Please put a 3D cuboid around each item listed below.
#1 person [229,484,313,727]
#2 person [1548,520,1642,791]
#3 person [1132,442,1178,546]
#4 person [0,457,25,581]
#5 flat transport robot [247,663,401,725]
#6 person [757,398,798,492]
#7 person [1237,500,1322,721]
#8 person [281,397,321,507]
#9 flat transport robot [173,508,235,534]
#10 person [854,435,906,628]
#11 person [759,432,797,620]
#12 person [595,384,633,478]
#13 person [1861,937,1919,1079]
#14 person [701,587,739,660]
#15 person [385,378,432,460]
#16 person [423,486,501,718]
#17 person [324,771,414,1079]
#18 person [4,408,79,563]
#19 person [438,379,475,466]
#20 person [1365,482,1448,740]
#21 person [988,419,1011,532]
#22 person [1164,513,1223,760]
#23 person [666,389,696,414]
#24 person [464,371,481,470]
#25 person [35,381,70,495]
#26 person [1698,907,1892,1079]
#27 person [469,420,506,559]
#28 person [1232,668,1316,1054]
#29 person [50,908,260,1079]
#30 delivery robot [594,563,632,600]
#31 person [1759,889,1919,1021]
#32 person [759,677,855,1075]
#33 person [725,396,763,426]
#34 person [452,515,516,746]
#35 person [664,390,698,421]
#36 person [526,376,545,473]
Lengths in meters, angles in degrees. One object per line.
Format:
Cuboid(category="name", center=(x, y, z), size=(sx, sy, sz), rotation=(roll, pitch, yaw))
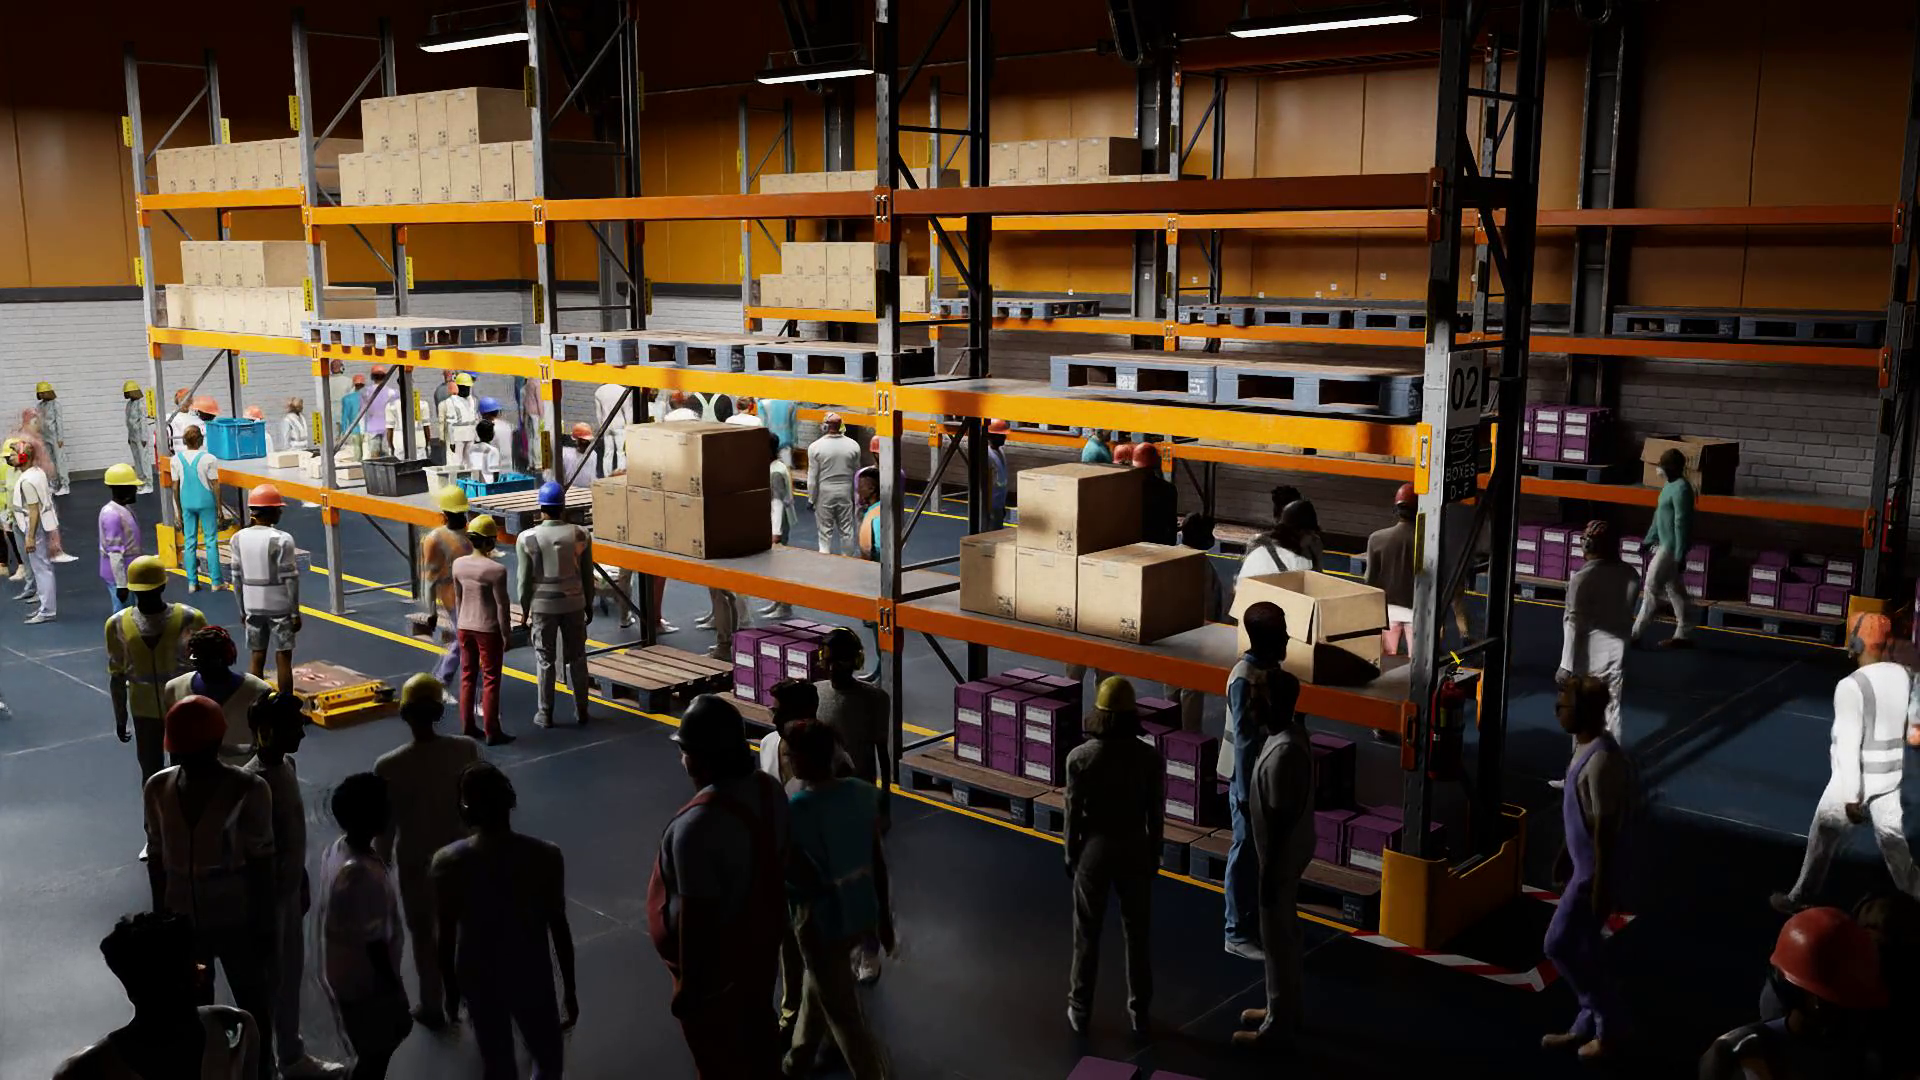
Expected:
Cuboid(category="person", center=(-5.396, 0.527, 13.017), size=(0.546, 1.934, 0.376), rotation=(2, 10, 13))
Cuboid(category="person", center=(4.366, 0.808, 11.501), size=(0.639, 1.910, 0.406), rotation=(-6, 12, -30))
Cuboid(category="person", center=(1.701, 0.078, 15.400), size=(0.611, 1.988, 0.391), rotation=(5, 11, 25))
Cuboid(category="person", center=(-10.862, -0.370, 18.798), size=(0.536, 1.690, 0.326), rotation=(4, 11, 19))
Cuboid(category="flat transport robot", center=(-5.272, 1.235, 13.710), size=(1.431, 0.197, 0.652), rotation=(9, 14, 42))
Cuboid(category="person", center=(-2.600, -1.386, 23.698), size=(0.633, 1.986, 1.071), rotation=(-5, 11, -25))
Cuboid(category="person", center=(2.357, 0.673, 11.888), size=(0.693, 2.000, 0.968), rotation=(-8, 13, -37))
Cuboid(category="person", center=(-9.660, -1.276, 24.093), size=(0.703, 1.617, 0.519), rotation=(1, 10, 6))
Cuboid(category="flat transport robot", center=(-10.156, -0.277, 22.257), size=(0.652, 0.197, 1.431), rotation=(-6, 12, -31))
Cuboid(category="person", center=(-0.777, -0.099, 16.545), size=(0.542, 1.938, 0.358), rotation=(-5, 11, -26))
Cuboid(category="person", center=(-1.856, -0.150, 16.920), size=(0.387, 1.911, 0.604), rotation=(-2, 10, -13))
Cuboid(category="person", center=(-5.299, -1.701, 25.597), size=(0.630, 1.940, 0.372), rotation=(4, 11, 21))
Cuboid(category="person", center=(2.487, 2.028, 4.485), size=(0.628, 1.953, 0.400), rotation=(-6, 12, -30))
Cuboid(category="person", center=(-2.193, 0.144, 15.225), size=(0.392, 1.920, 0.593), rotation=(1, 10, 8))
Cuboid(category="person", center=(-7.828, -1.358, 23.628), size=(0.606, 1.954, 0.373), rotation=(-3, 11, -18))
Cuboid(category="person", center=(-4.066, 0.492, 13.476), size=(0.911, 1.902, 0.601), rotation=(5, 11, 28))
Cuboid(category="person", center=(-2.392, 1.759, 6.744), size=(0.348, 1.688, 0.544), rotation=(-4, 11, -21))
Cuboid(category="person", center=(-11.045, -0.629, 19.726), size=(0.808, 1.872, 0.644), rotation=(-7, 12, -33))
Cuboid(category="person", center=(-7.693, -1.585, 25.466), size=(0.572, 1.748, 0.342), rotation=(-5, 11, -25))
Cuboid(category="person", center=(3.403, 0.552, 12.707), size=(0.622, 1.990, 0.402), rotation=(4, 11, 20))
Cuboid(category="person", center=(0.387, -0.390, 18.190), size=(0.371, 1.935, 0.551), rotation=(4, 11, 22))
Cuboid(category="person", center=(1.710, 0.710, 12.251), size=(0.430, 1.841, 0.624), rotation=(-3, 11, -18))
Cuboid(category="person", center=(-4.511, -1.998, 26.989), size=(0.687, 2.000, 0.536), rotation=(5, 11, 25))
Cuboid(category="person", center=(-8.027, -1.959, 27.170), size=(0.500, 1.899, 0.675), rotation=(-3, 10, -15))
Cuboid(category="person", center=(-13.845, -1.547, 25.303), size=(0.486, 1.736, 0.323), rotation=(4, 11, 22))
Cuboid(category="person", center=(2.289, 1.970, 4.545), size=(0.615, 2.041, 0.388), rotation=(-3, 10, -16))
Cuboid(category="person", center=(-5.744, -0.616, 20.180), size=(0.532, 1.693, 0.322), rotation=(9, 14, 42))
Cuboid(category="person", center=(1.494, 1.495, 7.818), size=(0.339, 1.839, 0.506), rotation=(3, 11, 18))
Cuboid(category="person", center=(-2.216, 1.981, 4.702), size=(0.365, 1.965, 0.608), rotation=(7, 12, 35))
Cuboid(category="delivery robot", center=(-3.701, 0.394, 17.399), size=(0.477, 0.478, 0.707), rotation=(-6, 12, -31))
Cuboid(category="person", center=(2.728, 1.966, 5.003), size=(0.644, 1.888, 0.919), rotation=(4, 11, 20))
Cuboid(category="person", center=(-0.699, 1.517, 7.662), size=(0.568, 1.843, 0.374), rotation=(9, 13, 41))
Cuboid(category="person", center=(-2.845, -1.004, 21.957), size=(0.568, 1.836, 0.380), rotation=(5, 11, 26))
Cuboid(category="person", center=(-3.612, 0.681, 12.648), size=(0.518, 1.756, 0.350), rotation=(5, 11, 24))
Cuboid(category="person", center=(-3.837, -1.138, 22.708), size=(0.999, 1.824, 0.597), rotation=(7, 12, 33))
Cuboid(category="person", center=(-7.044, -2.078, 27.775), size=(0.377, 1.931, 0.624), rotation=(-6, 12, -29))
